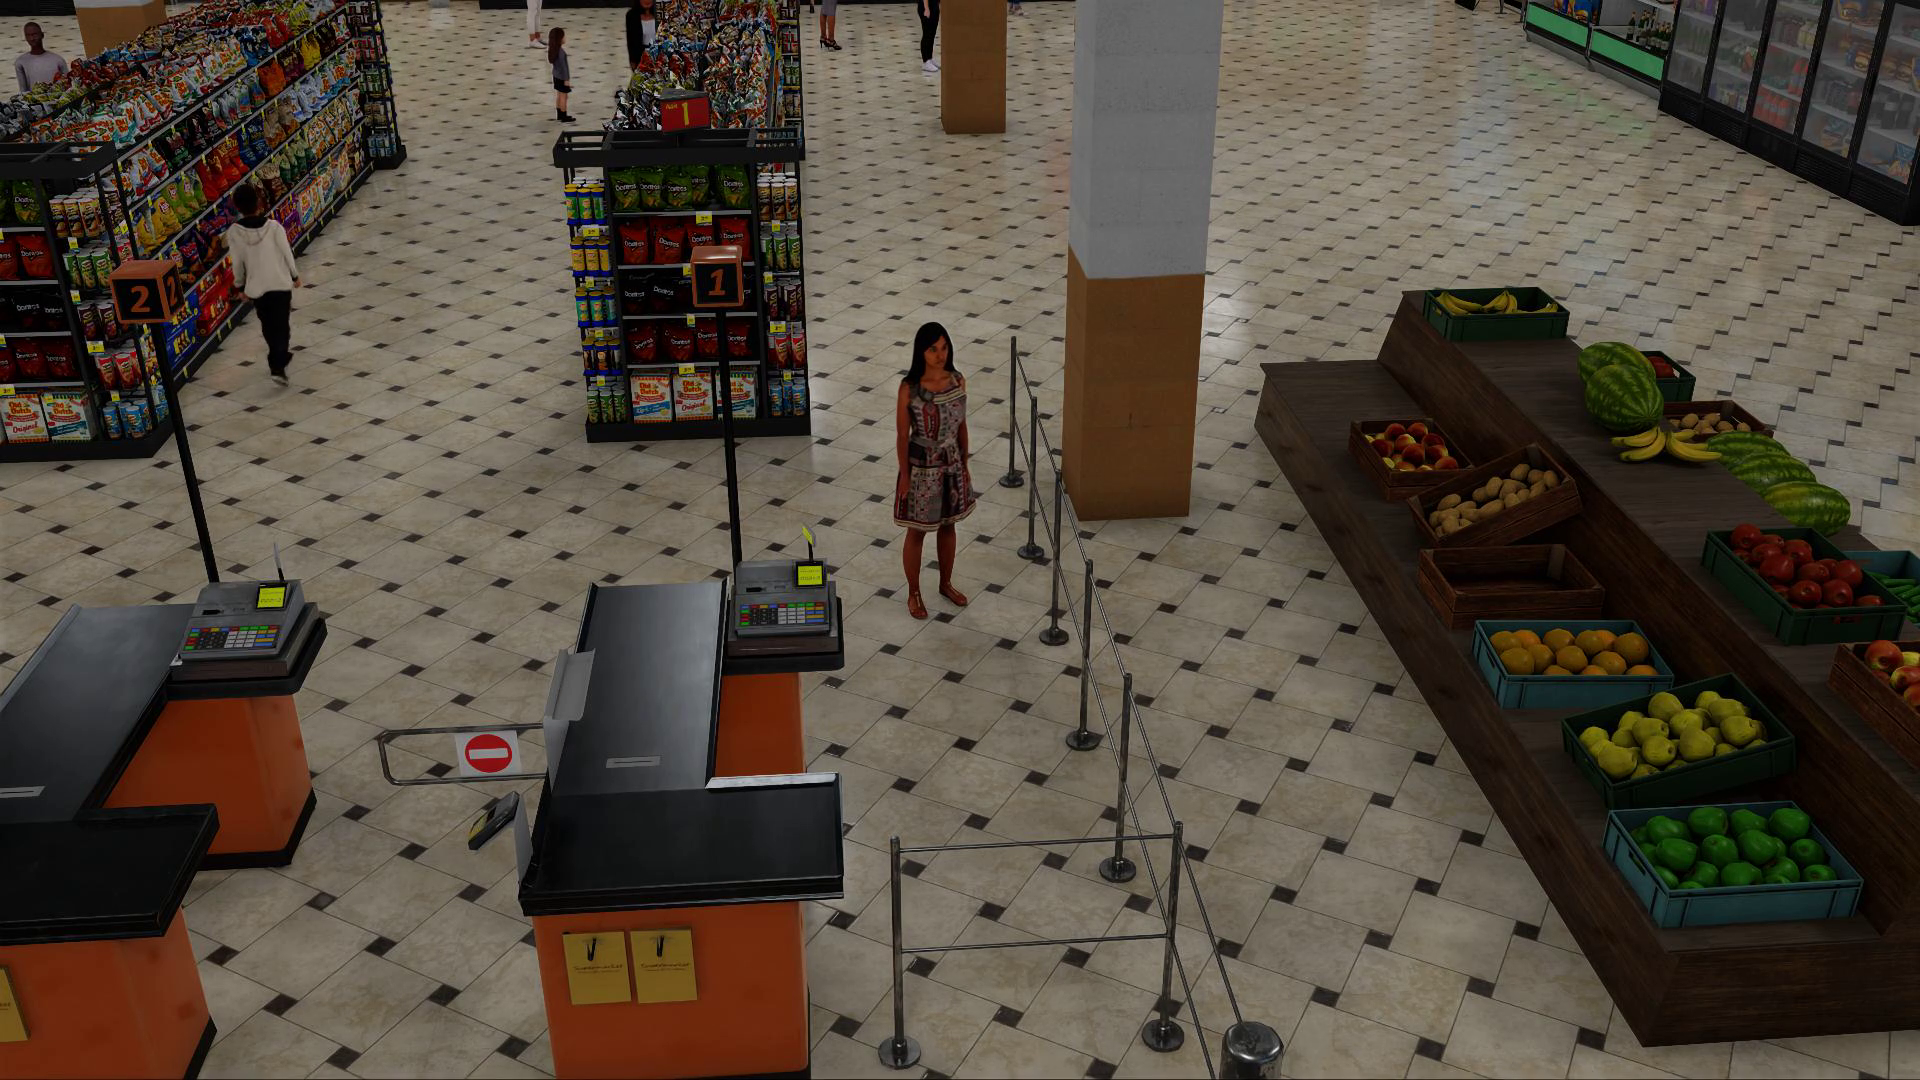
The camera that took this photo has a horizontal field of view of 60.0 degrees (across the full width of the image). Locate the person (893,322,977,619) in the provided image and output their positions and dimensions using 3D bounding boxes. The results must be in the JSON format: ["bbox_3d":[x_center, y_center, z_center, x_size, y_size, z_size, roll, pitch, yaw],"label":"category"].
[{"bbox_3d":[-0.145,-0.390,8.985,0.723,1.645,0.694,-15,31,-27],"label":"person"}]

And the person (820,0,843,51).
[{"bbox_3d":[-1.872,-7.914,23.672,0.728,1.781,0.608,-15,30,-27],"label":"person"}]

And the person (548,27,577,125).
[{"bbox_3d":[-4.717,-5.492,19.643,0.578,1.105,0.468,-13,29,-23],"label":"person"}]

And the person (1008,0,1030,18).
[{"bbox_3d":[0.889,-9.053,26.248,0.680,1.483,0.539,-11,29,-20],"label":"person"}]

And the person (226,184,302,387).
[{"bbox_3d":[-5.019,-1.820,12.031,0.605,1.441,0.954,-1,27,-2],"label":"person"}]

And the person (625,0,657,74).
[{"bbox_3d":[-3.626,-5.610,19.310,0.757,1.617,0.783,-17,32,-31],"label":"person"}]

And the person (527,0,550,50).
[{"bbox_3d":[-6.124,-7.943,23.814,0.703,1.704,0.532,4,27,7],"label":"person"}]

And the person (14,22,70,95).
[{"bbox_3d":[-8.875,-4.150,16.259,0.680,1.772,0.656,-12,29,-22],"label":"person"}]

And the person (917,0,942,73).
[{"bbox_3d":[-0.405,-7.152,22.325,0.759,1.639,0.659,10,29,19],"label":"person"}]
